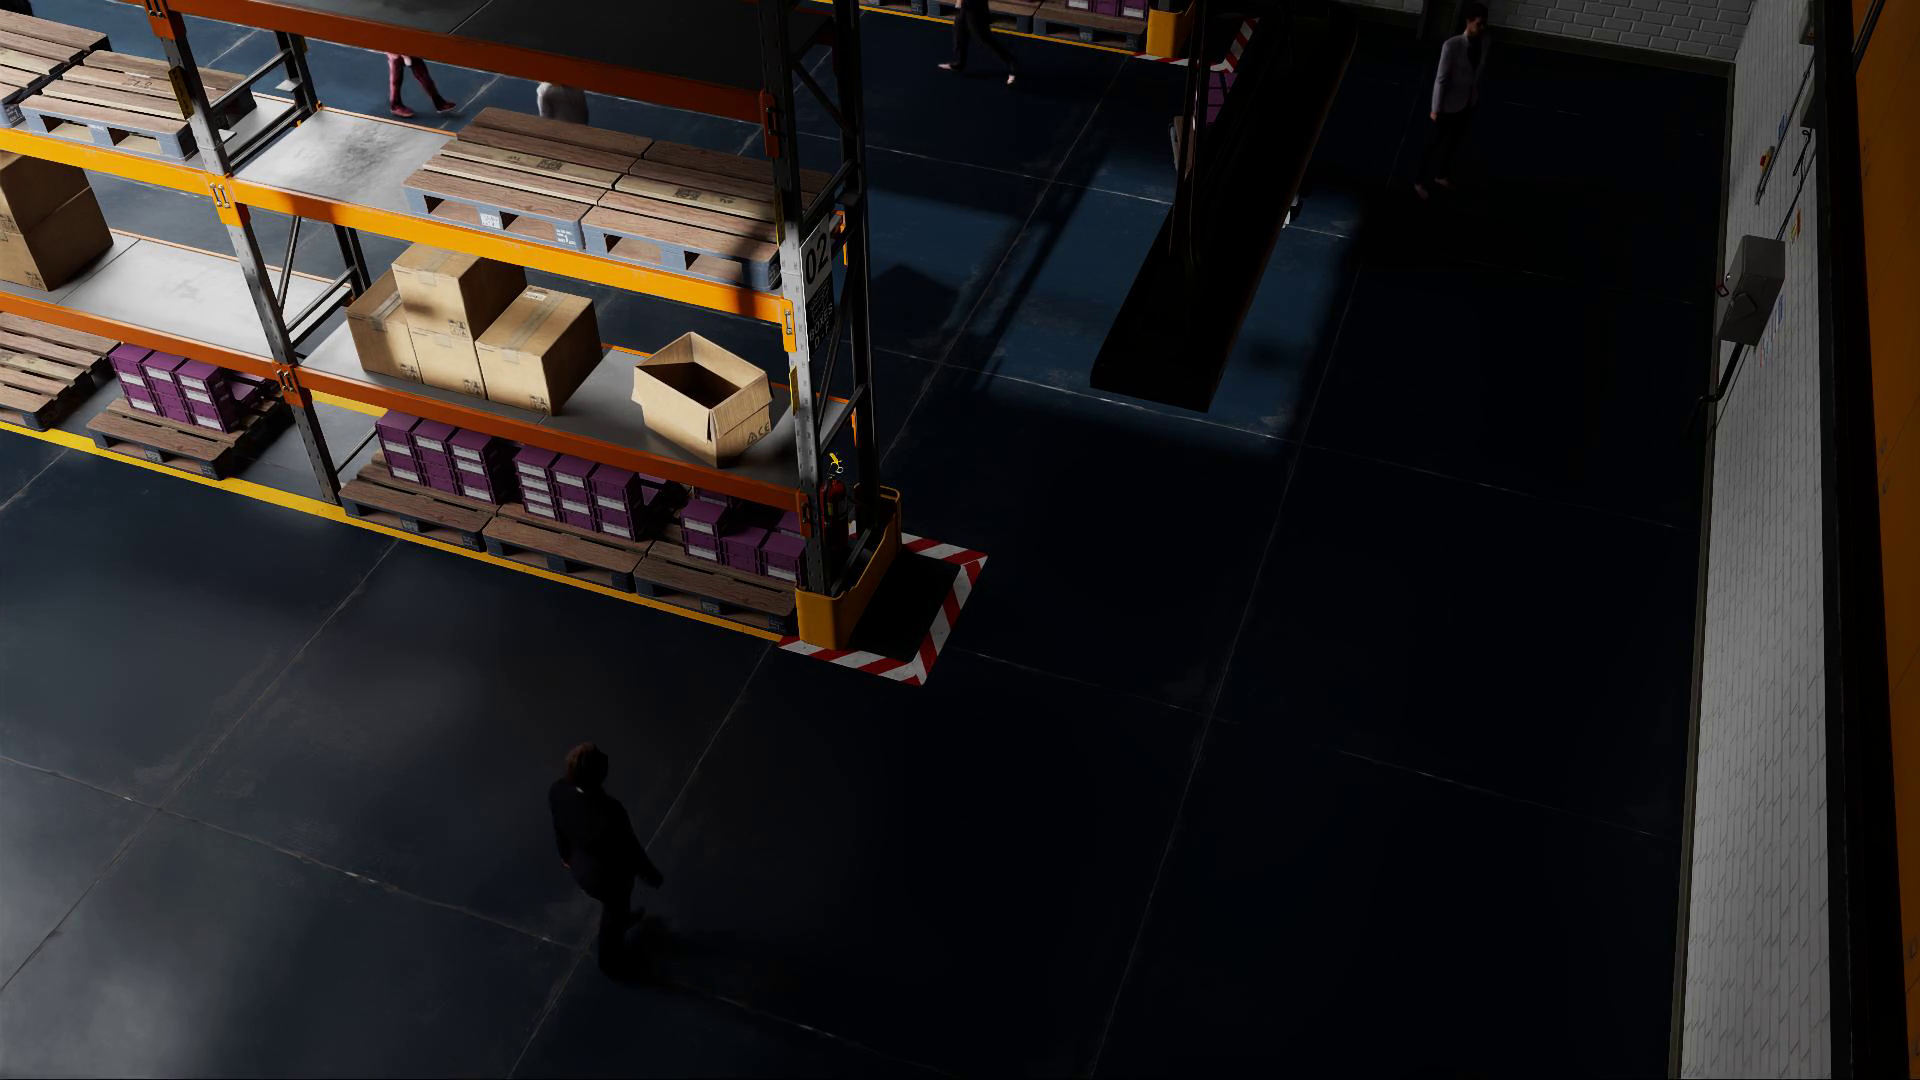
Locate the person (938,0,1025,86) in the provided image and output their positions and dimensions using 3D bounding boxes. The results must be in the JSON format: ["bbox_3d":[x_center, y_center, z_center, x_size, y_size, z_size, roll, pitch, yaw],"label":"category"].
[{"bbox_3d":[0.243,-5.372,16.500,1.185,1.827,0.707,11,45,12],"label":"person"}]

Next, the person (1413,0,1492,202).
[{"bbox_3d":[4.476,-3.982,15.025,0.747,1.848,0.803,-18,47,-18],"label":"person"}]

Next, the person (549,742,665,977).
[{"bbox_3d":[-1.989,1.793,8.997,0.863,1.801,0.760,-35,53,-31],"label":"person"}]
